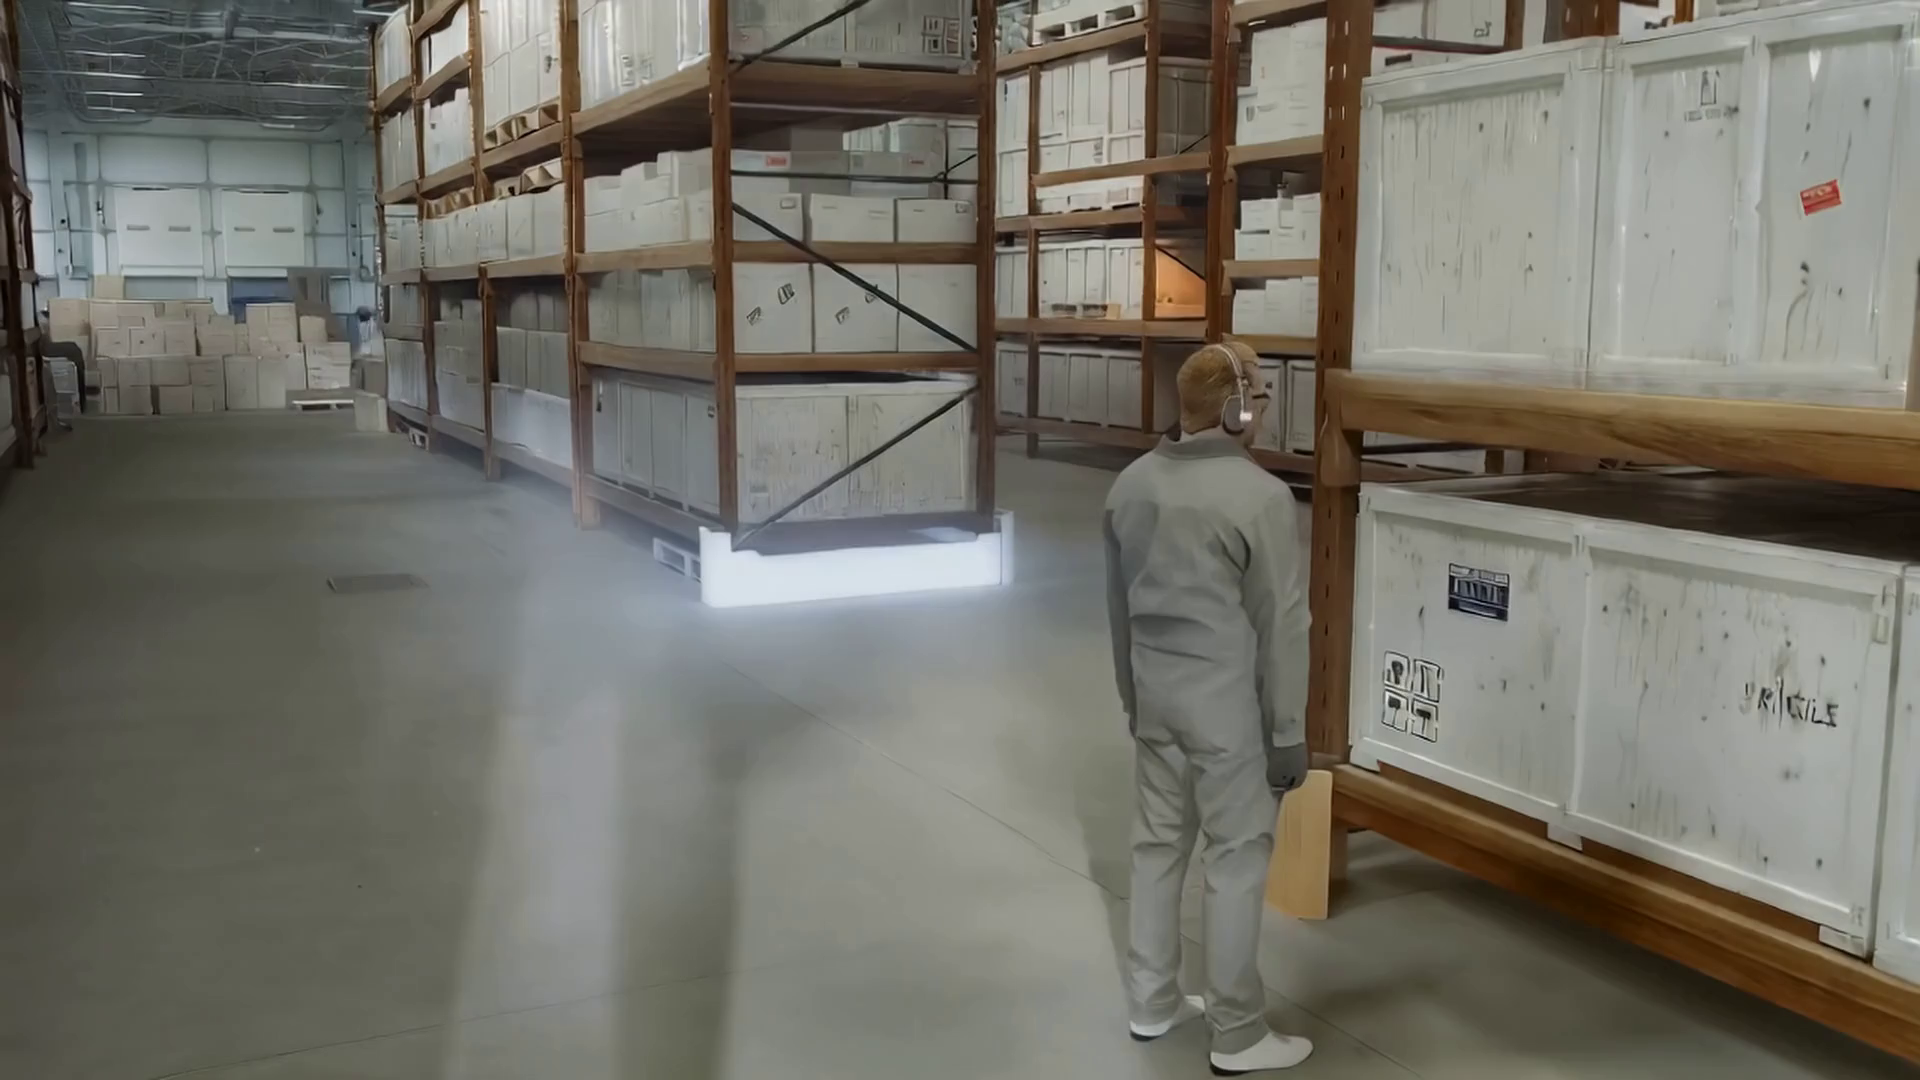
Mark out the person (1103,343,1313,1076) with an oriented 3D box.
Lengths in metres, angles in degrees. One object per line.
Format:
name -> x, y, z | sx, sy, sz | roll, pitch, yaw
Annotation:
person -> 0.674, 0.440, 4.394 | 0.407, 1.908, 0.641 | -7, 11, -39

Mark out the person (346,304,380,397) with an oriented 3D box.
person -> -12.110, -3.817, 33.780 | 0.548, 1.903, 0.893 | 5, 10, 31

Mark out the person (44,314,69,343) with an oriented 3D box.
person -> -25.488, -5.737, 47.065 | 1.007, 1.882, 0.653 | 6, 10, 37

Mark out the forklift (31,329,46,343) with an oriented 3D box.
forklift -> -28.971, -6.828, 51.173 | 1.129, 2.768, 1.873 | -7, 11, -41

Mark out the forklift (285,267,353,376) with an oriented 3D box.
forklift -> -16.532, -5.490, 41.948 | 1.129, 2.768, 1.873 | 5, 10, 31

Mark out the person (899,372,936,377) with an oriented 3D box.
person -> -0.439, -1.081, 15.627 | 0.530, 1.690, 0.319 | 5, 10, 31

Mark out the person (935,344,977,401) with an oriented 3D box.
person -> -0.097, -1.894, 20.563 | 0.647, 1.893, 0.674 | -2, 9, -16

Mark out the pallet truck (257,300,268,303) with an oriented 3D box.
pallet truck -> -23.913, -7.404, 58.171 | 1.885, 1.965, 0.823 | -1, 8, -9

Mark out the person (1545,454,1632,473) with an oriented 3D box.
person -> 4.206, -0.604, 11.138 | 0.608, 2.040, 0.394 | 6, 10, 36
